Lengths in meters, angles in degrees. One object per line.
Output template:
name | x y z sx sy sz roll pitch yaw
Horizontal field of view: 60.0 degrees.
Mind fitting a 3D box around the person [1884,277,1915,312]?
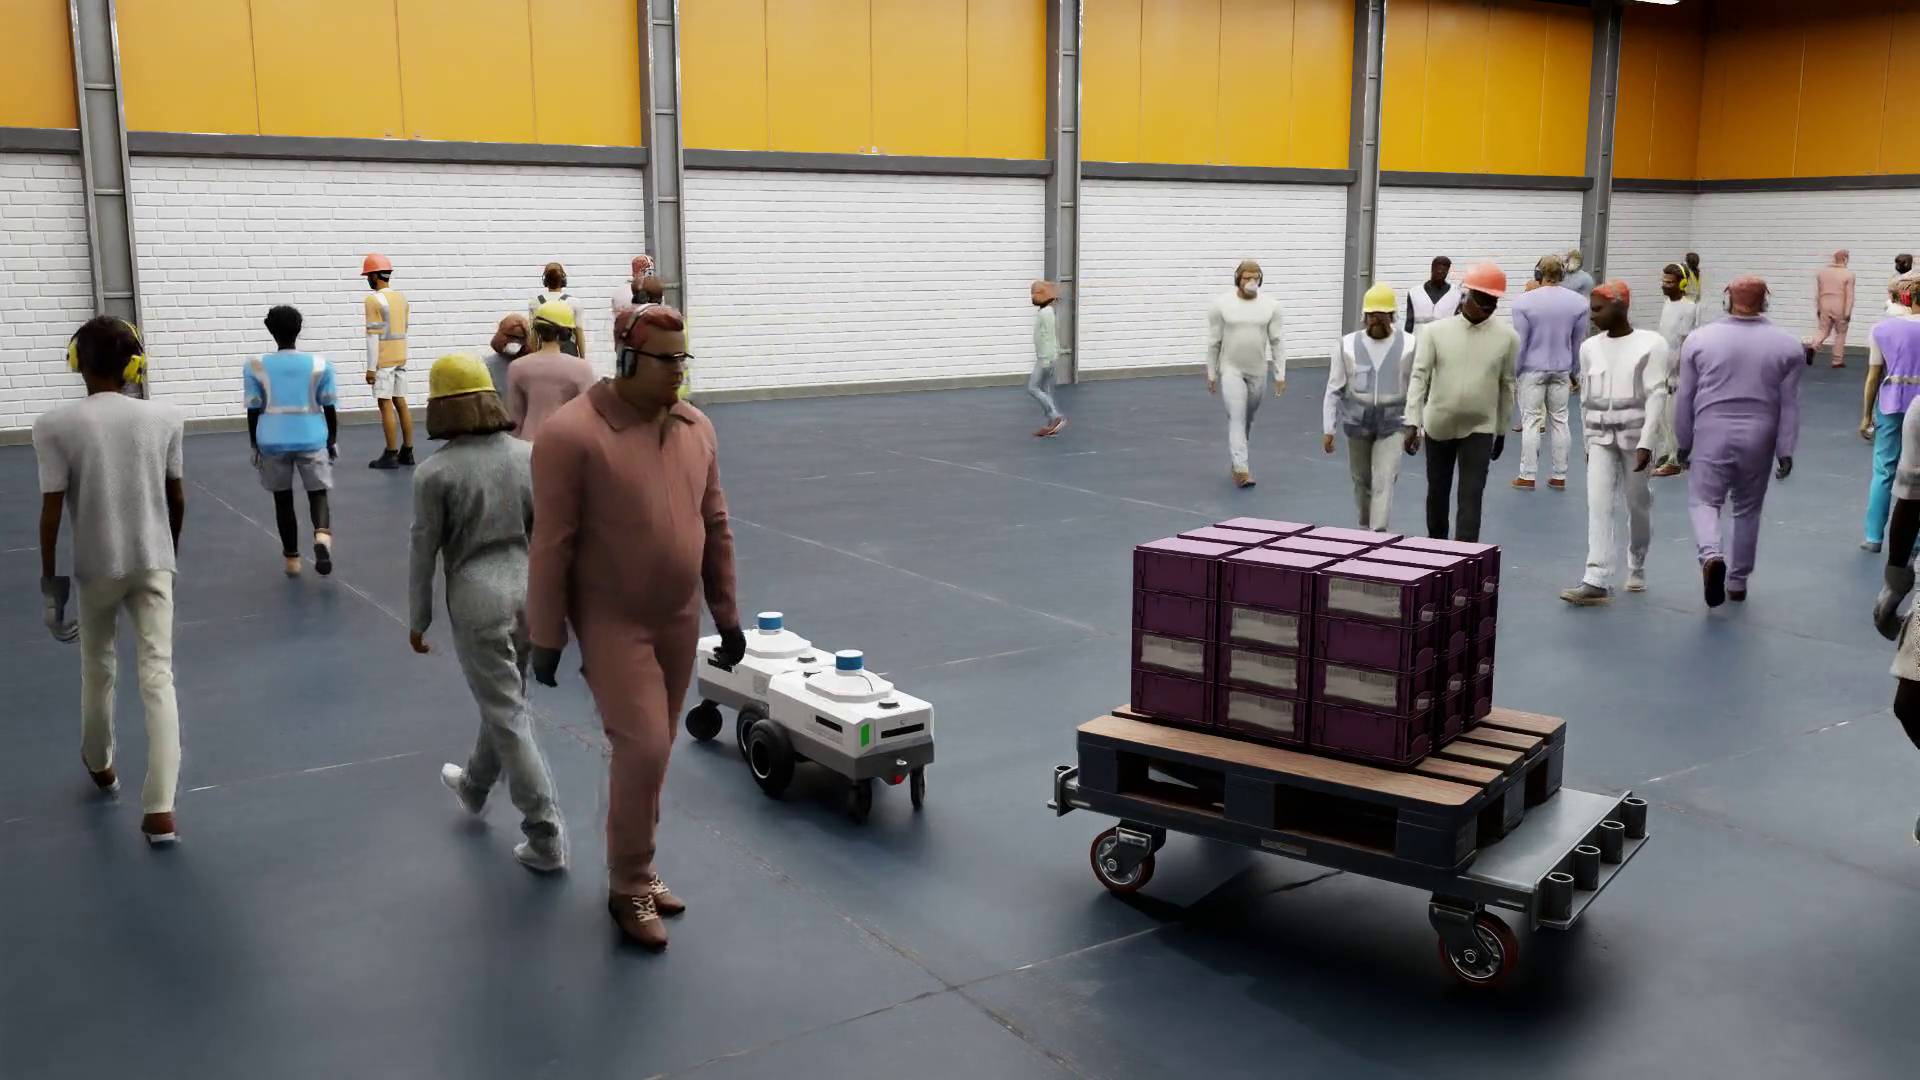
person | 11.409 -2.369 20.070 0.529 1.609 0.810 8 13 37

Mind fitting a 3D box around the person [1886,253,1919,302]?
person | 14.383 -3.459 25.429 0.480 1.822 0.664 -1 10 -5

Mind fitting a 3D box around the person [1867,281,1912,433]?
person | 9.864 -1.904 17.440 0.517 1.621 0.507 -5 11 -24

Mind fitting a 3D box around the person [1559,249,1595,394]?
person | 8.081 -2.877 22.049 0.402 1.905 0.722 -8 13 -38

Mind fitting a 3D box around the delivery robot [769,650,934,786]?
delivery robot | -0.406 0.650 6.129 0.477 0.478 0.707 -8 13 -36

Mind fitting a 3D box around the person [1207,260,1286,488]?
person | 2.411 -1.406 14.038 0.644 1.883 1.082 0 10 -1

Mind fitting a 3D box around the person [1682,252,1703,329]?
person | 12.852 -4.180 29.444 0.647 1.805 0.495 -6 12 -29

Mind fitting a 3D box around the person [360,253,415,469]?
person | -5.187 -1.608 14.998 0.380 1.929 0.541 3 11 14

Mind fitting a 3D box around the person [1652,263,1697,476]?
person | 6.135 -1.453 14.367 0.418 1.845 0.545 -1 10 -4

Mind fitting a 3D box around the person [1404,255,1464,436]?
person | 4.979 -2.048 17.516 0.596 1.890 0.596 3 11 17

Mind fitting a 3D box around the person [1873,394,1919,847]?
person | 3.254 0.153 5.266 0.642 1.952 0.455 10 14 42

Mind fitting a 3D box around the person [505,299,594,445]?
person | -2.350 -0.497 9.455 0.539 1.733 0.745 3 11 14

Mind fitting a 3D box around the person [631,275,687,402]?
person | -2.279 -1.095 12.587 0.956 1.798 0.626 1 10 8

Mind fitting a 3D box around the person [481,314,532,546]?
person | -2.786 -0.621 10.478 0.519 1.596 0.765 0 10 -1

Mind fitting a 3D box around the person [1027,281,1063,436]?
person | 0.852 -1.864 17.243 0.367 1.618 0.528 0 10 -2

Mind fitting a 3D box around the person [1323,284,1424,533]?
person | 2.653 -0.748 10.696 0.614 1.780 0.948 3 11 18

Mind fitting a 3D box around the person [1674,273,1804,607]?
person | 4.348 -0.546 9.330 0.644 1.888 0.745 3 11 17

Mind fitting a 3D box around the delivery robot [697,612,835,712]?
delivery robot | -0.768 0.536 6.754 0.477 0.478 0.707 -9 13 -39

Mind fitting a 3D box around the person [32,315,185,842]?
person | -2.995 0.114 5.904 0.507 1.798 1.043 -7 13 -35

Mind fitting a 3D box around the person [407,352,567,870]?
person | -1.633 0.220 5.582 0.904 1.691 0.495 9 14 40

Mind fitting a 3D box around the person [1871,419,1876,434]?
person | 9.491 -1.782 16.348 0.765 1.796 0.632 4 11 19

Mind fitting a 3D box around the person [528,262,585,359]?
person | -3.676 -1.614 15.257 0.507 1.846 0.344 0 10 2

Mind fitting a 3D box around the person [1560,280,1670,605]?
person | 3.772 -0.564 9.560 0.575 1.831 0.928 9 14 42

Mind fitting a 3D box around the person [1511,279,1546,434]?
person | 6.051 -1.926 17.547 0.268 1.632 0.507 -1 10 -3

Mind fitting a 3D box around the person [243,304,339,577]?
person | -4.013 -0.579 10.028 0.541 1.681 0.582 -5 11 -24

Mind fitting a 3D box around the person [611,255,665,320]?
person | -3.104 -1.841 16.363 0.639 1.900 0.404 6 12 28

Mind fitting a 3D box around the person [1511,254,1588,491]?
person | 4.795 -1.363 13.628 0.635 1.936 0.355 -1 10 -4

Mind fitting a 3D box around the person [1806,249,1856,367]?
person | 13.858 -3.666 26.401 0.694 1.884 0.655 -6 12 -30

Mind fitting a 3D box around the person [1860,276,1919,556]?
person | 6.206 -0.803 10.856 0.561 1.833 0.420 4 11 22

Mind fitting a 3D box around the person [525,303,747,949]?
person | -0.897 0.246 4.952 0.639 1.878 0.670 8 13 36

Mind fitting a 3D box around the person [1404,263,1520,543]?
person | 2.970 -0.671 9.886 0.638 1.928 1.077 3 11 14
